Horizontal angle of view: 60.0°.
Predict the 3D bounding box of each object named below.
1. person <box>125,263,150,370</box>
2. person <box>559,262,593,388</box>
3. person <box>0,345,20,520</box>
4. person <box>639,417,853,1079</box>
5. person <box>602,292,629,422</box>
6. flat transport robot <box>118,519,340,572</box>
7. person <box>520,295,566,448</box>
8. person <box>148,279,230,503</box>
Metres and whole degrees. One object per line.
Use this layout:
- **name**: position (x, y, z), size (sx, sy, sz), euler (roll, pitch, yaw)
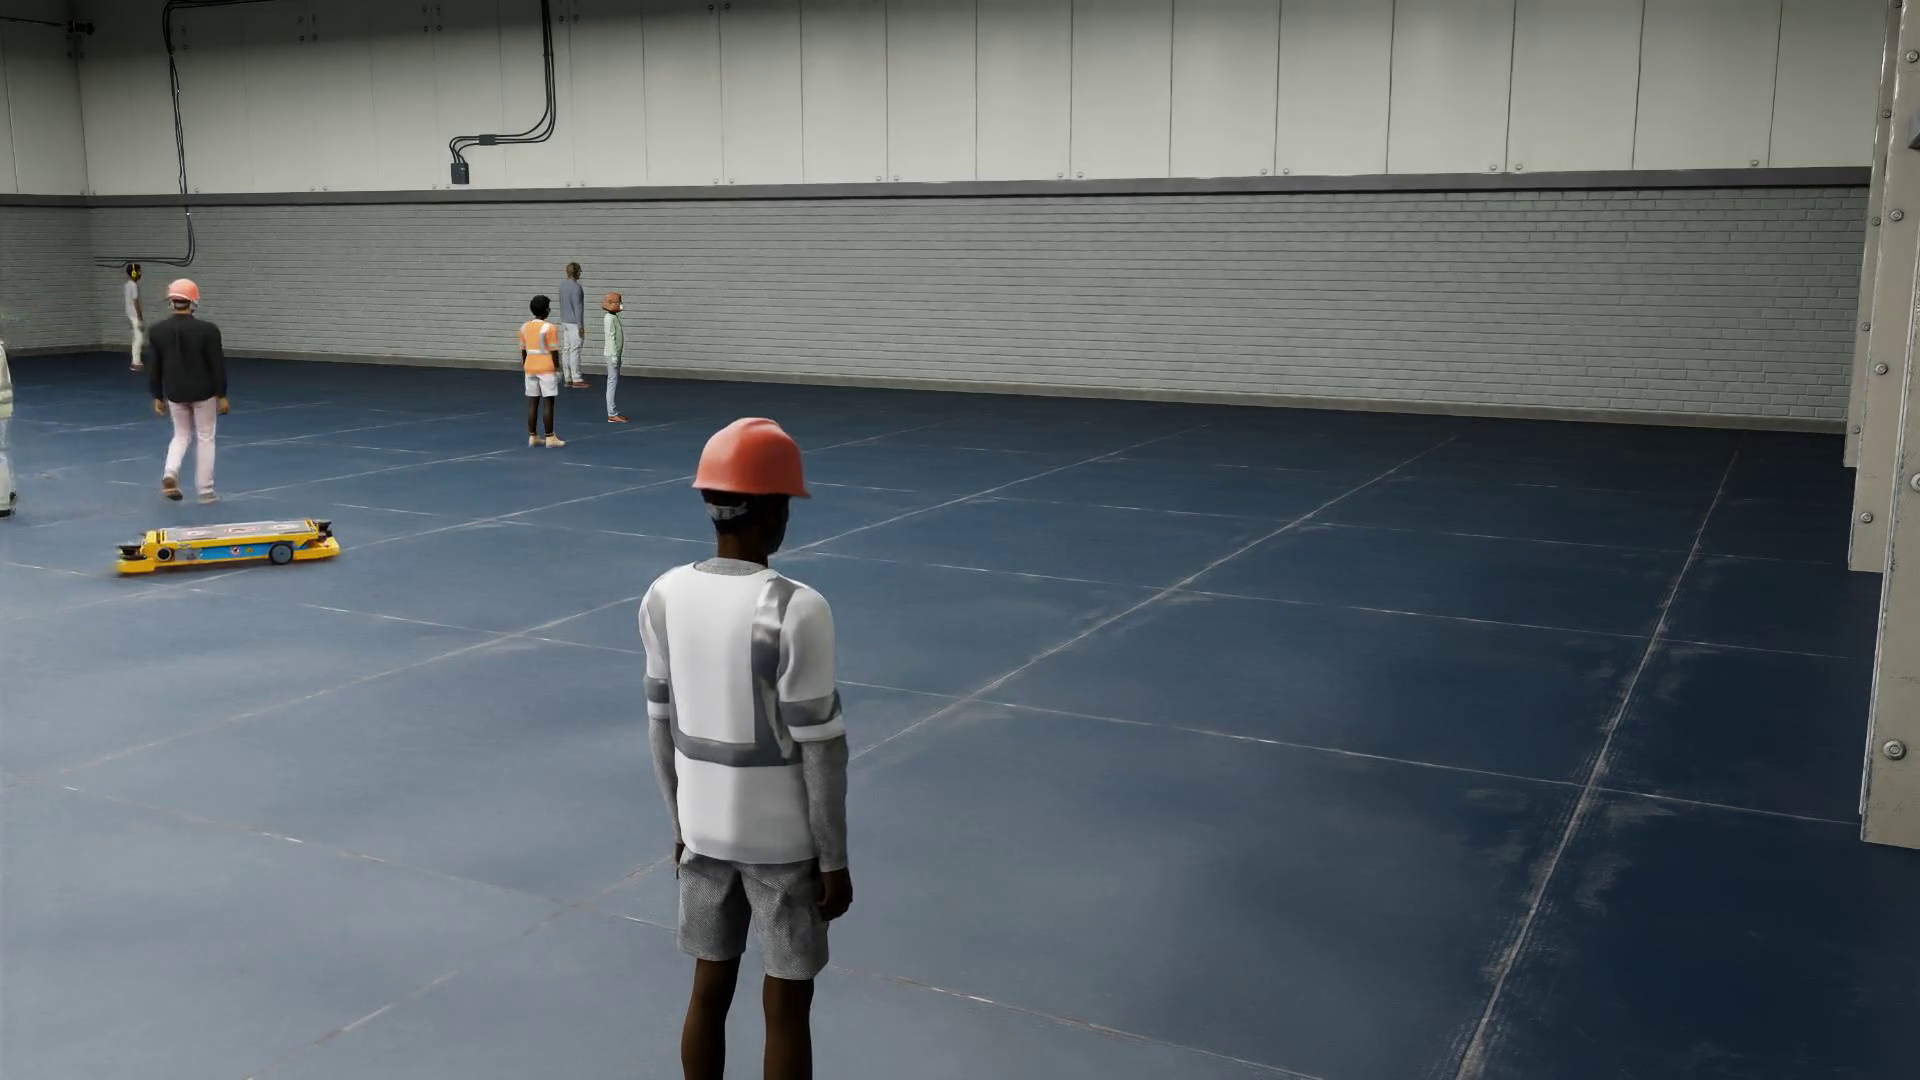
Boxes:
- **person**: position (-14.403, -3.904, 29.107), size (0.318, 1.871, 0.523), euler (-8, 13, -38)
- **person**: position (-5.984, -3.325, 25.754), size (0.376, 1.940, 0.629), euler (-7, 13, -35)
- **person**: position (-8.010, -1.049, 13.652), size (0.426, 1.821, 0.617), euler (-7, 13, -35)
- **person**: position (-0.481, 0.676, 3.948), size (0.544, 1.935, 0.361), euler (6, 12, 30)
- **person**: position (-4.364, -2.309, 21.046), size (0.282, 1.633, 0.500), euler (-1, 10, -7)
- **flat transport robot**: position (-5.279, 0.026, 12.030), size (1.431, 0.197, 0.652), euler (-5, 11, -25)
- **person**: position (-4.643, -1.871, 18.481), size (0.540, 1.695, 0.317), euler (6, 12, 32)
- **person**: position (-6.702, -1.273, 14.457), size (0.620, 1.976, 0.591), euler (-1, 10, -3)
